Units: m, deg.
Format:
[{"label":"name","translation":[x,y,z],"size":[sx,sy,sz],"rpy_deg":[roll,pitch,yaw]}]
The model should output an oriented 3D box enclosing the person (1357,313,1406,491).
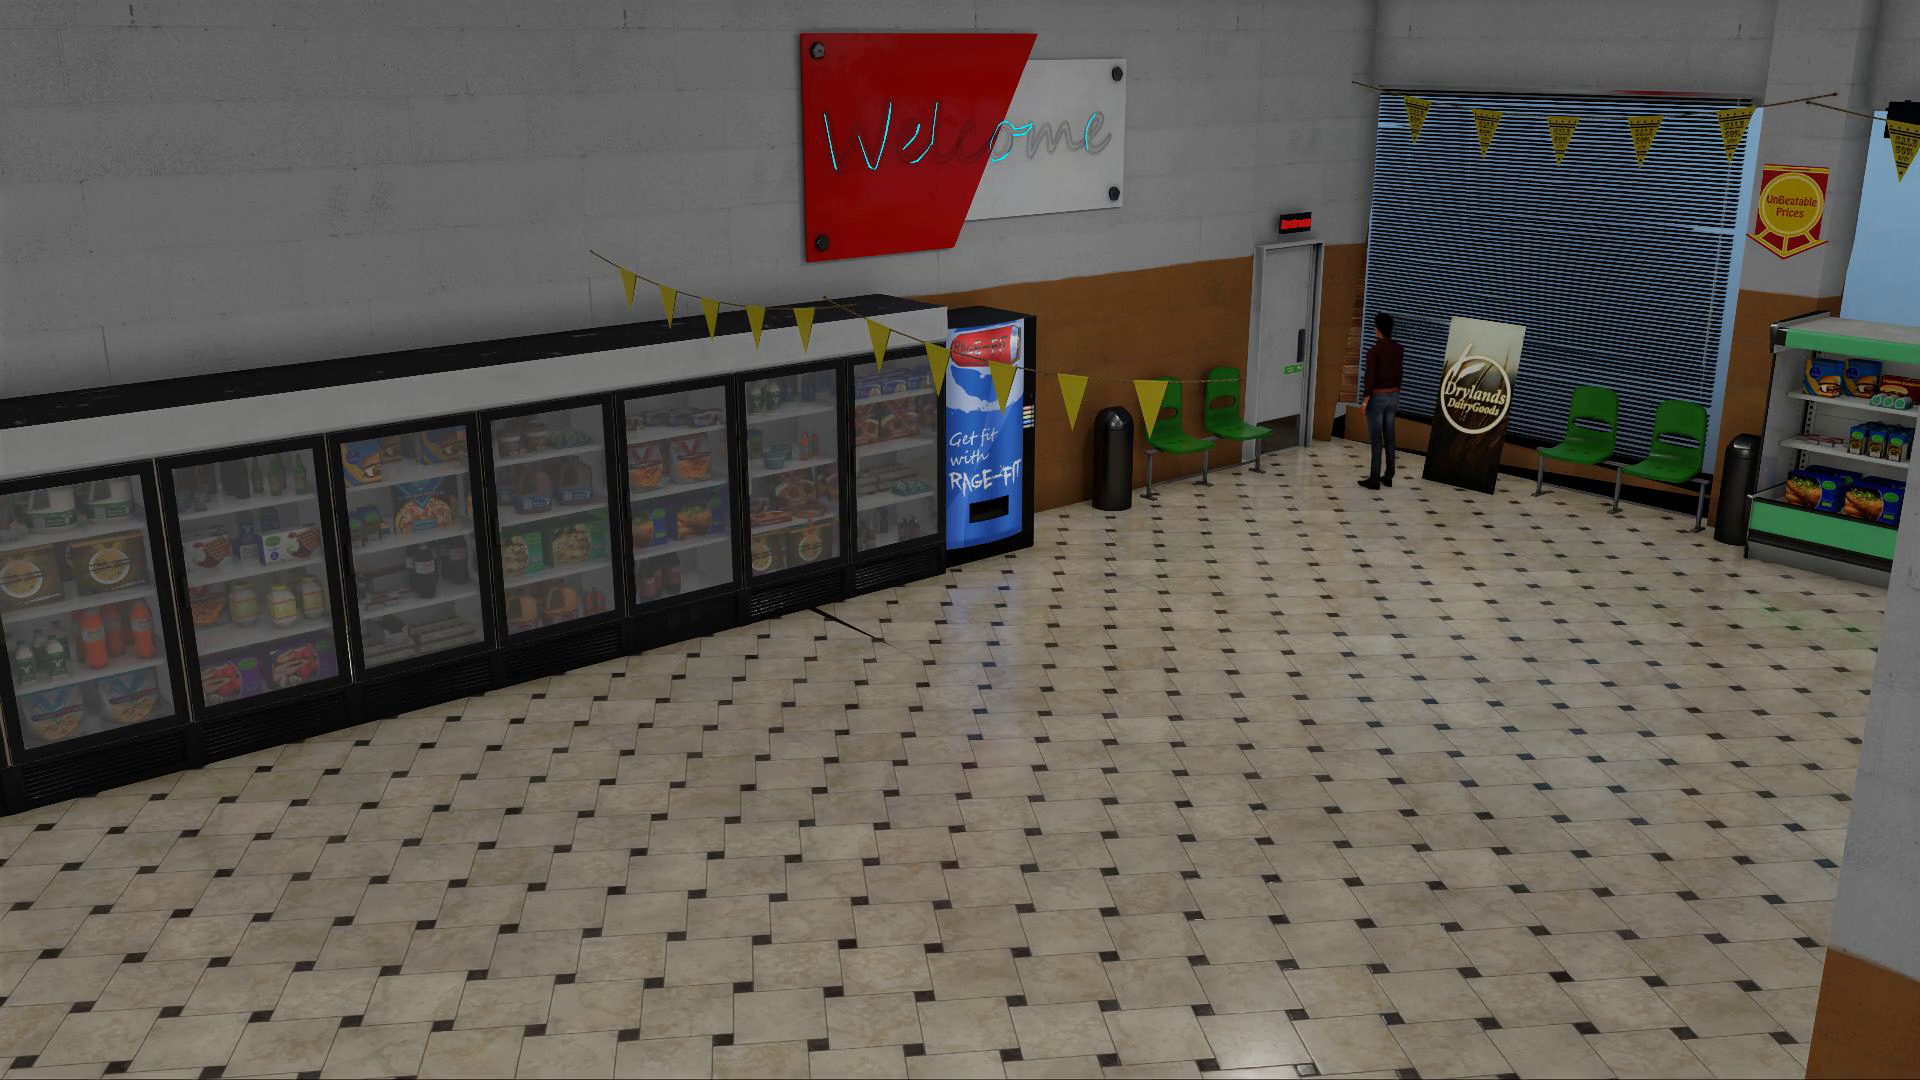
[{"label":"person","translation":[4.270,-1.401,16.765],"size":[0.687,1.778,0.592],"rpy_deg":[-9,19,-27]}]
